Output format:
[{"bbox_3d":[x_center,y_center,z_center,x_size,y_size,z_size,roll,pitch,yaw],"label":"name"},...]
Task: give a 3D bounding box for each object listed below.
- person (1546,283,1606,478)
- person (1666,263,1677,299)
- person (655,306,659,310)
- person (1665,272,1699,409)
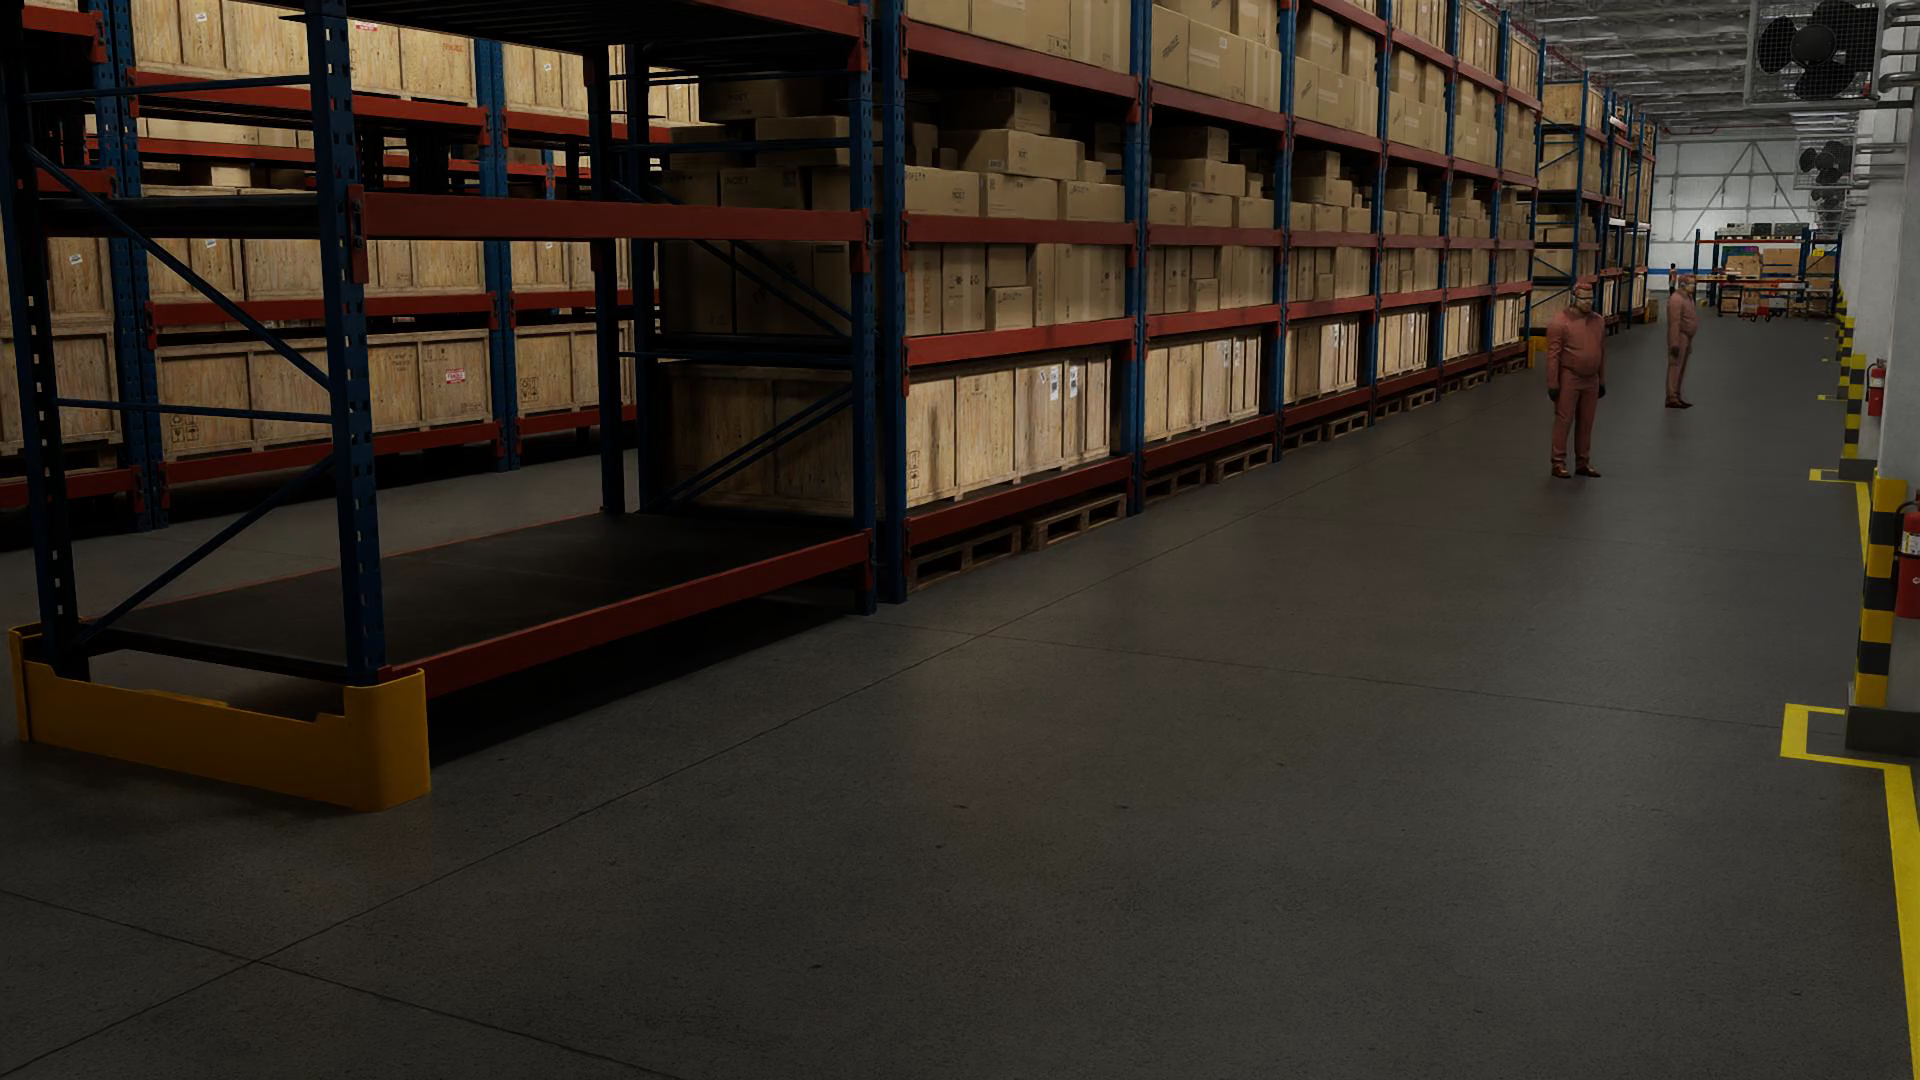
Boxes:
[{"bbox_3d":[5.985,-1.540,16.124,0.658,1.894,0.400,-3,10,-19],"label":"person"},{"bbox_3d":[33.932,-12.332,79.193,0.539,1.687,0.319,-8,13,-39],"label":"person"},{"bbox_3d":[-4.835,-3.349,26.510,0.539,1.930,0.382,-4,11,-23],"label":"person"},{"bbox_3d":[10.168,-2.807,23.421,0.407,1.908,0.649,7,12,37],"label":"person"}]
